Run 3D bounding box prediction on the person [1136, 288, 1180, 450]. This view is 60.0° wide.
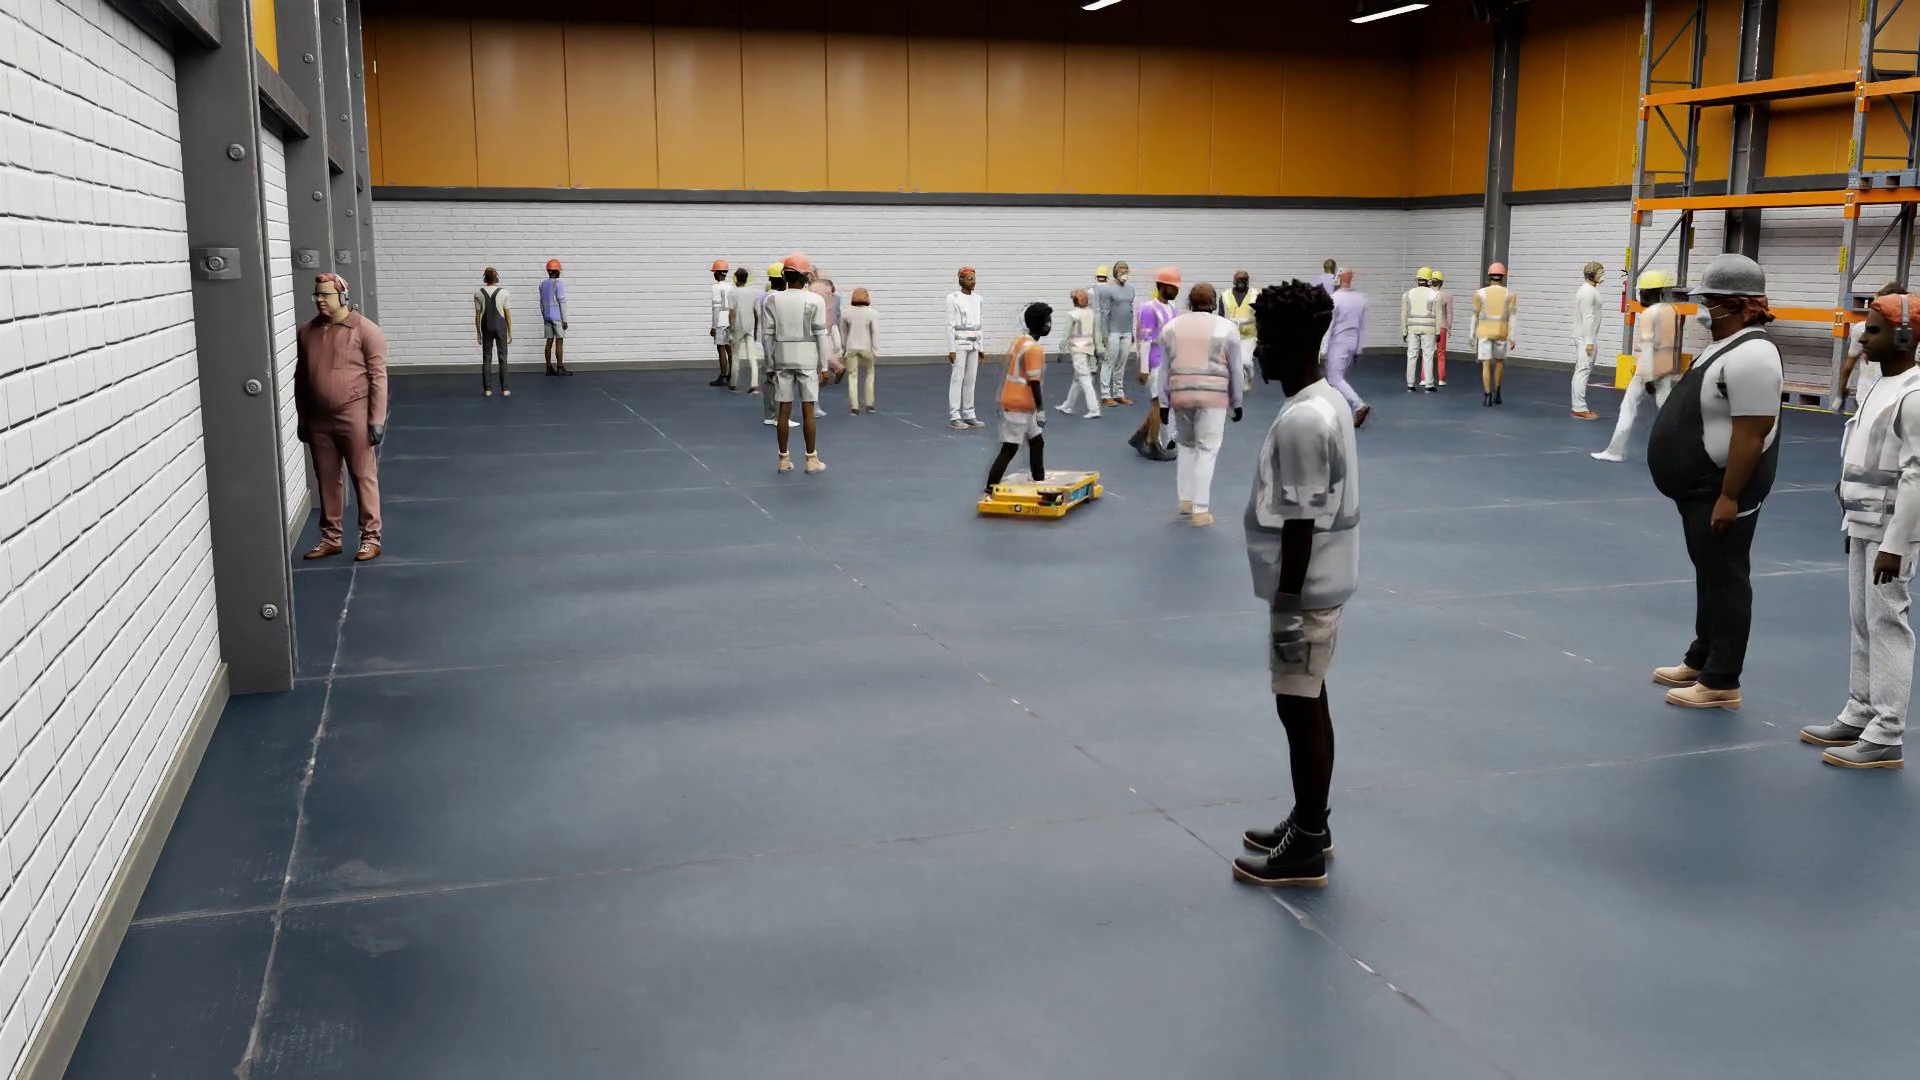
[{"bbox_3d":[2.107,-1.783,17.300,0.560,1.703,0.969,1,10,4],"label":"person"}]

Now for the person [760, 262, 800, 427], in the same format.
[{"bbox_3d":[-2.146,-2.294,19.590,0.362,1.928,0.587,-6,11,-31],"label":"person"}]

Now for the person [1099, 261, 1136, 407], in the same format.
[{"bbox_3d":[2.103,-2.751,22.210,0.634,1.936,0.351,-9,13,-42],"label":"person"}]

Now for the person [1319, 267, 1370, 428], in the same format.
[{"bbox_3d":[4.497,-2.252,19.487,0.650,1.877,0.833,-8,13,-40],"label":"person"}]

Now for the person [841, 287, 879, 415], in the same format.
[{"bbox_3d":[-1.261,-2.400,21.124,0.519,1.606,0.695,1,10,7],"label":"person"}]

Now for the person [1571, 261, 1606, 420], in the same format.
[{"bbox_3d":[7.756,-2.445,20.475,0.414,1.939,0.637,3,10,17],"label":"person"}]

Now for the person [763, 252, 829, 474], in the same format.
[{"bbox_3d":[-1.508,-1.631,15.420,0.615,2.042,0.374,2,10,12],"label":"person"}]

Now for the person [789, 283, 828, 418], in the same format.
[{"bbox_3d":[-1.978,-2.336,20.467,0.848,1.712,0.487,9,13,43],"label":"person"}]

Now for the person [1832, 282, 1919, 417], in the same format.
[{"bbox_3d":[7.177,-1.097,12.998,0.533,1.823,0.989,2,10,10],"label":"person"}]

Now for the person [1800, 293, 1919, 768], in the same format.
[{"bbox_3d":[3.659,-0.031,6.622,0.356,1.882,0.574,2,10,13],"label":"person"}]

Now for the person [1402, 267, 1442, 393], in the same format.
[{"bbox_3d":[6.757,-3.062,24.305,0.587,1.835,0.404,7,12,34],"label":"person"}]

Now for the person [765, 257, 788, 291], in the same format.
[{"bbox_3d":[-2.670,-3.313,25.356,0.628,1.975,0.460,-1,10,-5],"label":"person"}]

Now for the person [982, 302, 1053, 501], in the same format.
[{"bbox_3d":[0.529,-1.037,13.068,0.817,1.647,0.550,0,10,-3],"label":"person"}]

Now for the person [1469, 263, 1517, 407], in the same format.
[{"bbox_3d":[7.144,-2.758,22.356,0.568,1.897,0.868,2,10,10],"label":"person"}]

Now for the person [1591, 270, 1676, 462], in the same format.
[{"bbox_3d":[6.693,-1.650,16.031,0.591,1.881,0.998,-8,12,-38],"label":"person"}]

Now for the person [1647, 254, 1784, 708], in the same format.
[{"bbox_3d":[3.396,-0.268,7.535,0.536,2.000,0.676,3,10,16],"label":"person"}]

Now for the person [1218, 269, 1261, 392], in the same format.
[{"bbox_3d":[3.950,-2.902,23.445,0.661,1.816,0.661,2,10,13],"label":"person"}]

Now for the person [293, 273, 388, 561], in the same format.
[{"bbox_3d":[-4.132,-0.809,11.055,0.651,1.907,0.409,2,10,11],"label":"person"}]

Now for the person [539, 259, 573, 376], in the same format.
[{"bbox_3d":[-6.712,-3.681,27.599,0.547,1.936,0.364,6,12,32],"label":"person"}]

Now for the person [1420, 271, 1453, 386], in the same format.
[{"bbox_3d":[7.281,-3.240,25.542,0.527,1.765,0.328,3,10,16],"label":"person"}]

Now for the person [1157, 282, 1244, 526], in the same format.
[{"bbox_3d":[1.834,-1.032,12.603,0.618,1.823,0.652,6,11,29],"label":"person"}]

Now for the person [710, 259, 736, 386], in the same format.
[{"bbox_3d":[-3.660,-3.327,25.543,0.360,1.938,0.546,5,11,25],"label":"person"}]

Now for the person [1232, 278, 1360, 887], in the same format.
[{"bbox_3d":[1.094,0.144,5.381,0.370,1.963,0.608,3,10,18],"label":"person"}]

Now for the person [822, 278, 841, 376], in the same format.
[{"bbox_3d":[-2.171,-3.499,27.443,0.526,1.612,0.498,-5,11,-28],"label":"person"}]

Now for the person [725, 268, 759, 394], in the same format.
[{"bbox_3d":[-3.152,-3.030,24.172,0.544,1.819,0.980,-6,11,-29],"label":"person"}]

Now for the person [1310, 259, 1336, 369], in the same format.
[{"bbox_3d":[6.466,-3.971,29.278,0.628,1.936,0.377,7,12,36],"label":"person"}]

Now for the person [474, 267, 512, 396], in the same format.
[{"bbox_3d":[-6.661,-2.968,23.773,0.501,1.839,0.341,-1,10,-5],"label":"person"}]

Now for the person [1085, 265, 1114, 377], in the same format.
[{"bbox_3d":[2.340,-3.592,27.381,0.586,1.833,0.403,1,10,4],"label":"person"}]

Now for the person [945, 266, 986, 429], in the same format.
[{"bbox_3d":[0.073,-2.232,19.366,0.356,1.882,0.574,9,13,42],"label":"person"}]

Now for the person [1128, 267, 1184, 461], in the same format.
[{"bbox_3d":[1.958,-1.747,16.484,0.631,1.907,0.558,6,12,31],"label":"person"}]

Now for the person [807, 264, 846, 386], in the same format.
[{"bbox_3d":[-2.110,-3.259,25.336,0.659,1.873,0.693,2,10,10],"label":"person"}]

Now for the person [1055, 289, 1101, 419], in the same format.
[{"bbox_3d":[1.477,-2.315,20.672,0.553,1.591,0.867,-9,14,-43],"label":"person"}]

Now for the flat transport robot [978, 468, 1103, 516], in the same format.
[{"bbox_3d":[0.669,-0.399,13.408,0.652,0.197,1.431,3,10,18],"label":"flat transport robot"}]
